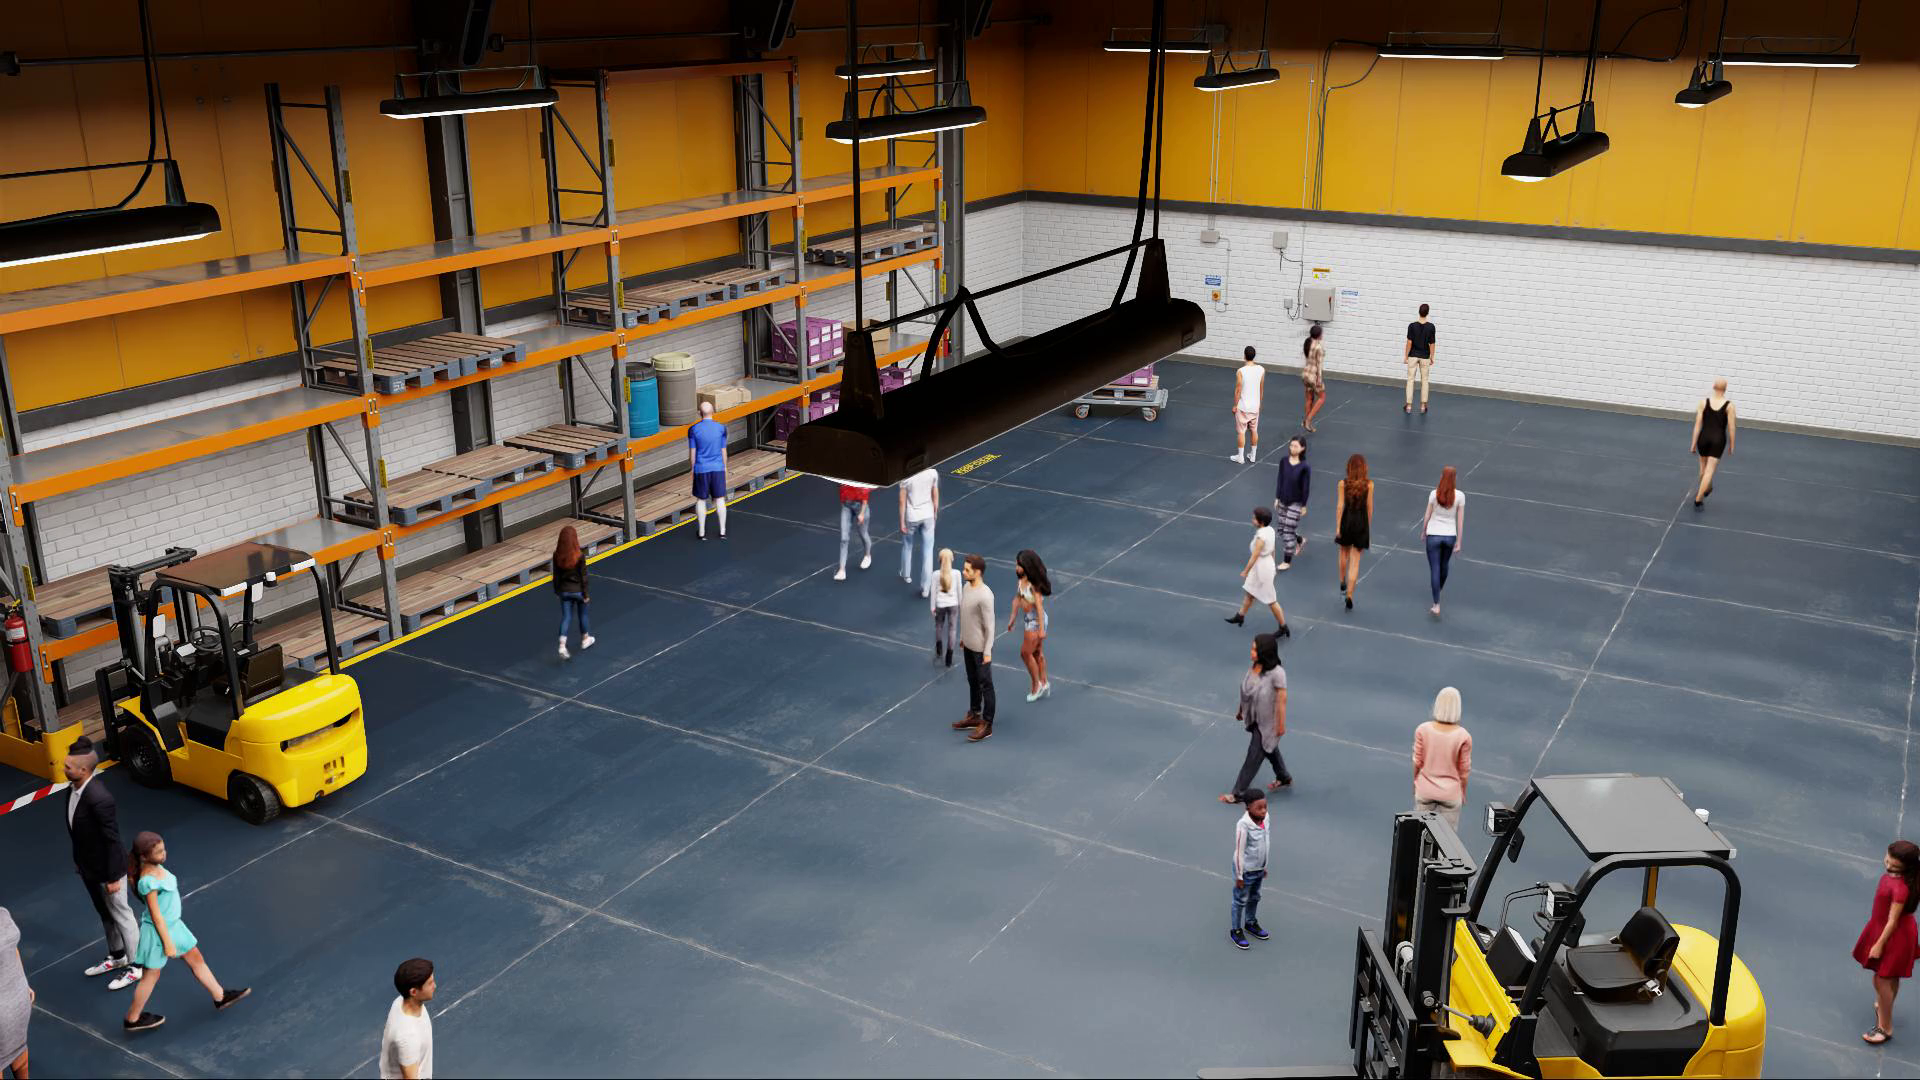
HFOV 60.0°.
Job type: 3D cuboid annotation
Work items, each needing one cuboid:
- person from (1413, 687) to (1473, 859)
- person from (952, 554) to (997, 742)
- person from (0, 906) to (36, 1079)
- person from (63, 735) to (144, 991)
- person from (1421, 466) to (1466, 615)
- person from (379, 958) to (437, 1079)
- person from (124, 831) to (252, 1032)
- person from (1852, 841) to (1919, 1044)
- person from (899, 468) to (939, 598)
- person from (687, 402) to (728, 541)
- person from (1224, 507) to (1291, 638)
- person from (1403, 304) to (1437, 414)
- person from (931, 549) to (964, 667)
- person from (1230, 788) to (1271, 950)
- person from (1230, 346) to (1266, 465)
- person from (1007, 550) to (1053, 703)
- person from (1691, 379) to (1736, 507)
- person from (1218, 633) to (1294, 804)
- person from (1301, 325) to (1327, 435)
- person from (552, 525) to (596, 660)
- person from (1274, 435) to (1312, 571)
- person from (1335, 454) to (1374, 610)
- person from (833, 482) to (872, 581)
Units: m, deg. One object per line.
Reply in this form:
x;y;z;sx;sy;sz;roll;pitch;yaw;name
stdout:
3.823;1.998;13.332;0.633;1.719;0.582;9;20;24;person
0.175;1.014;16.027;0.736;1.865;0.744;-10;21;-28;person
-6.071;2.917;10.508;0.709;1.781;0.555;4;19;12;person
-6.215;2.303;12.053;0.735;1.957;0.650;14;23;37;person
5.556;0.041;19.184;0.901;1.694;1.204;2;19;5;person
-3.308;3.232;9.729;1.042;1.680;1.005;-3;19;-8;person
-5.592;2.734;11.475;1.095;1.510;0.985;-7;20;-20;person
6.489;2.710;11.520;0.773;1.526;0.559;16;24;39;person
-0.464;-0.206;19.723;1.021;1.818;1.116;-3;19;-9;person
-3.298;-0.916;21.797;0.742;1.839;0.814;-6;19;-17;person
3.428;0.396;18.433;0.706;1.500;0.963;9;20;24;person
7.794;-3.089;28.221;0.716;1.857;0.652;3;19;9;person
-0.139;0.737;17.792;0.680;1.263;0.816;1;19;4;person
2.213;2.464;12.667;0.526;1.260;0.612;-13;23;-34;person
4.375;-2.054;25.254;0.715;1.789;0.790;-6;20;-19;person
0.825;0.863;16.893;0.805;1.599;0.749;-8;20;-22;person
10.405;-1.303;23.064;0.760;1.765;1.204;13;23;34;person
2.771;1.579;14.812;1.144;1.569;1.033;-7;20;-20;person
5.617;-2.565;26.780;0.770;1.784;0.715;-10;21;-28;person
-4.209;0.577;17.958;0.796;1.459;1.025;2;19;7;person
4.177;-0.492;20.729;0.938;1.717;0.776;-16;24;-39;person
4.562;-0.060;19.313;0.720;1.802;1.023;6;19;17;person
-1.241;-0.365;20.450;0.745;1.655;1.143;7;20;19;person
